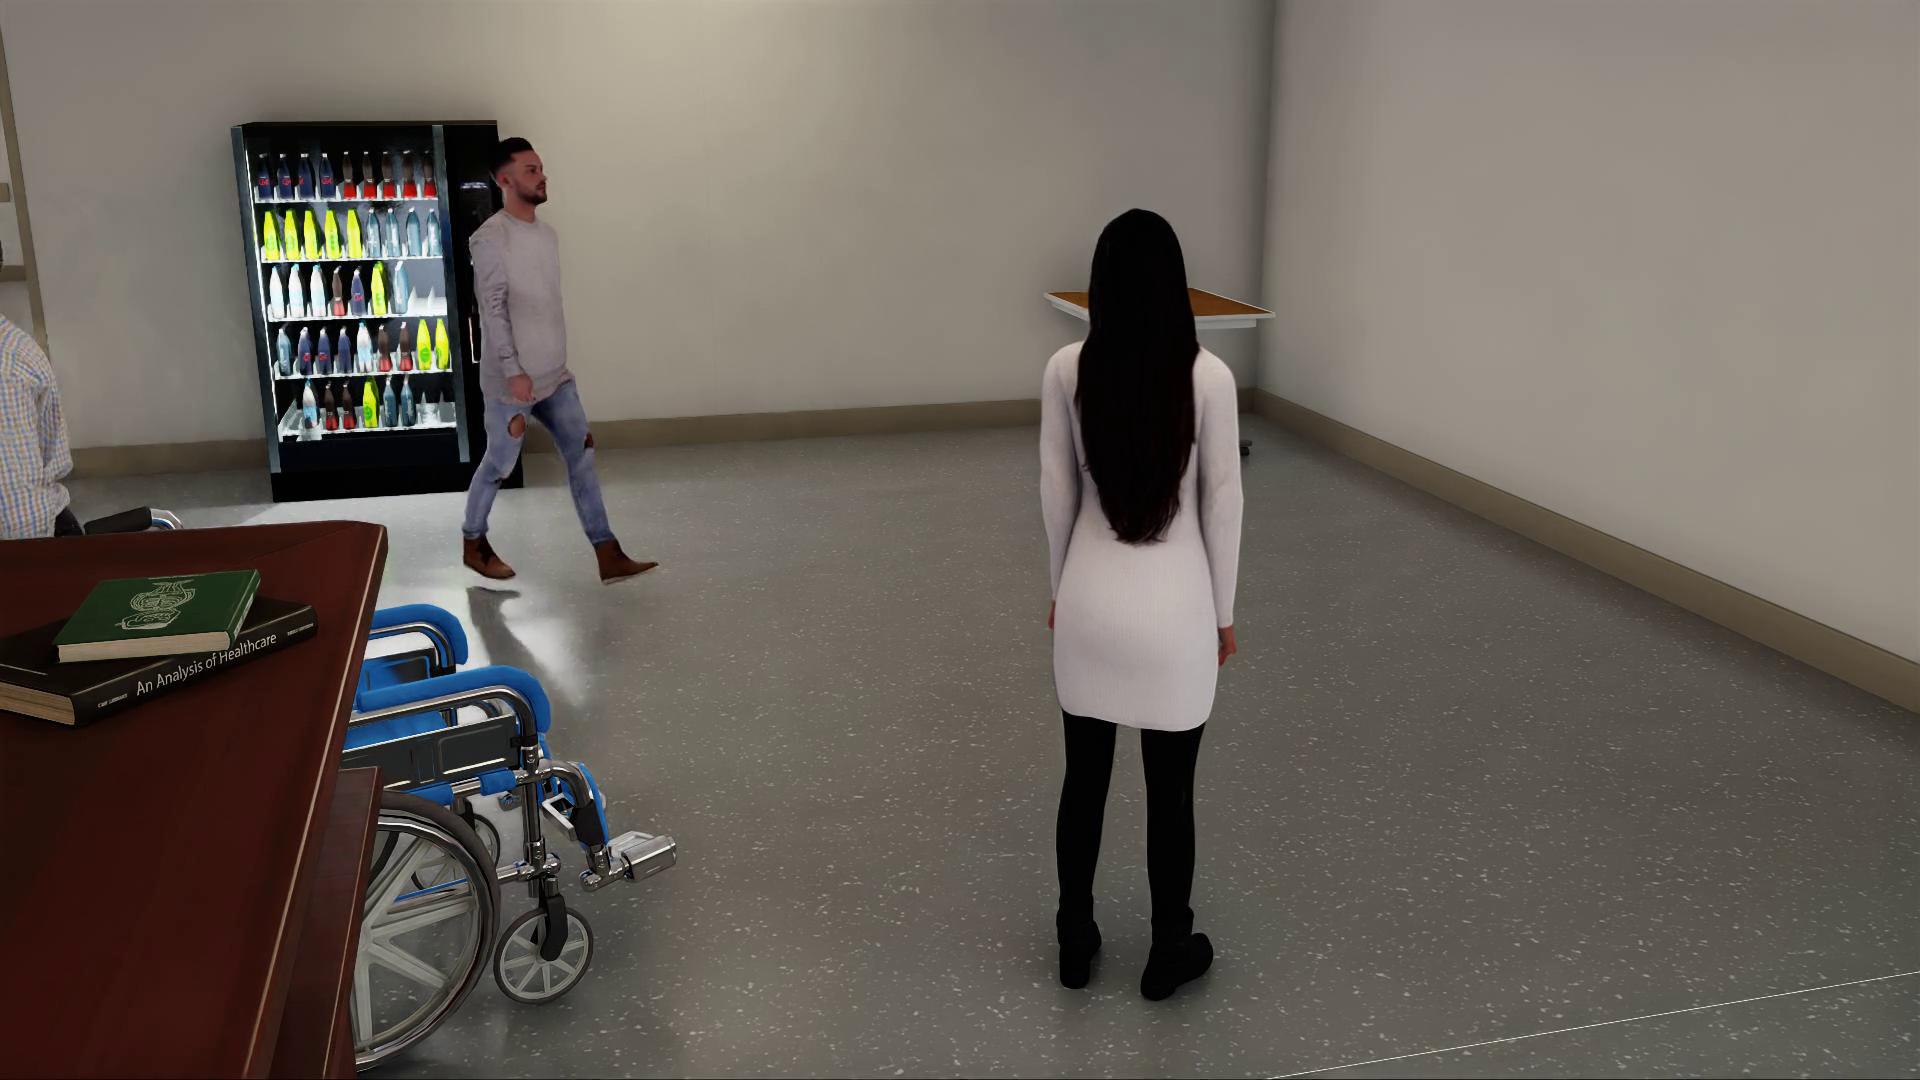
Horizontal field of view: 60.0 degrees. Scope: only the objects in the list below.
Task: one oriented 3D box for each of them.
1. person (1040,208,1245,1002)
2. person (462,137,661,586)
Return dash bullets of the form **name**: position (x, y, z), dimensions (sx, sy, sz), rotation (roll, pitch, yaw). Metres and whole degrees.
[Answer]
- **person**: position (0.380, 0.172, 3.726), dimensions (0.662, 1.806, 0.751), rotation (6, 17, 21)
- **person**: position (-1.829, -0.663, 6.717), dimensions (1.249, 1.791, 1.153), rotation (8, 17, 25)
